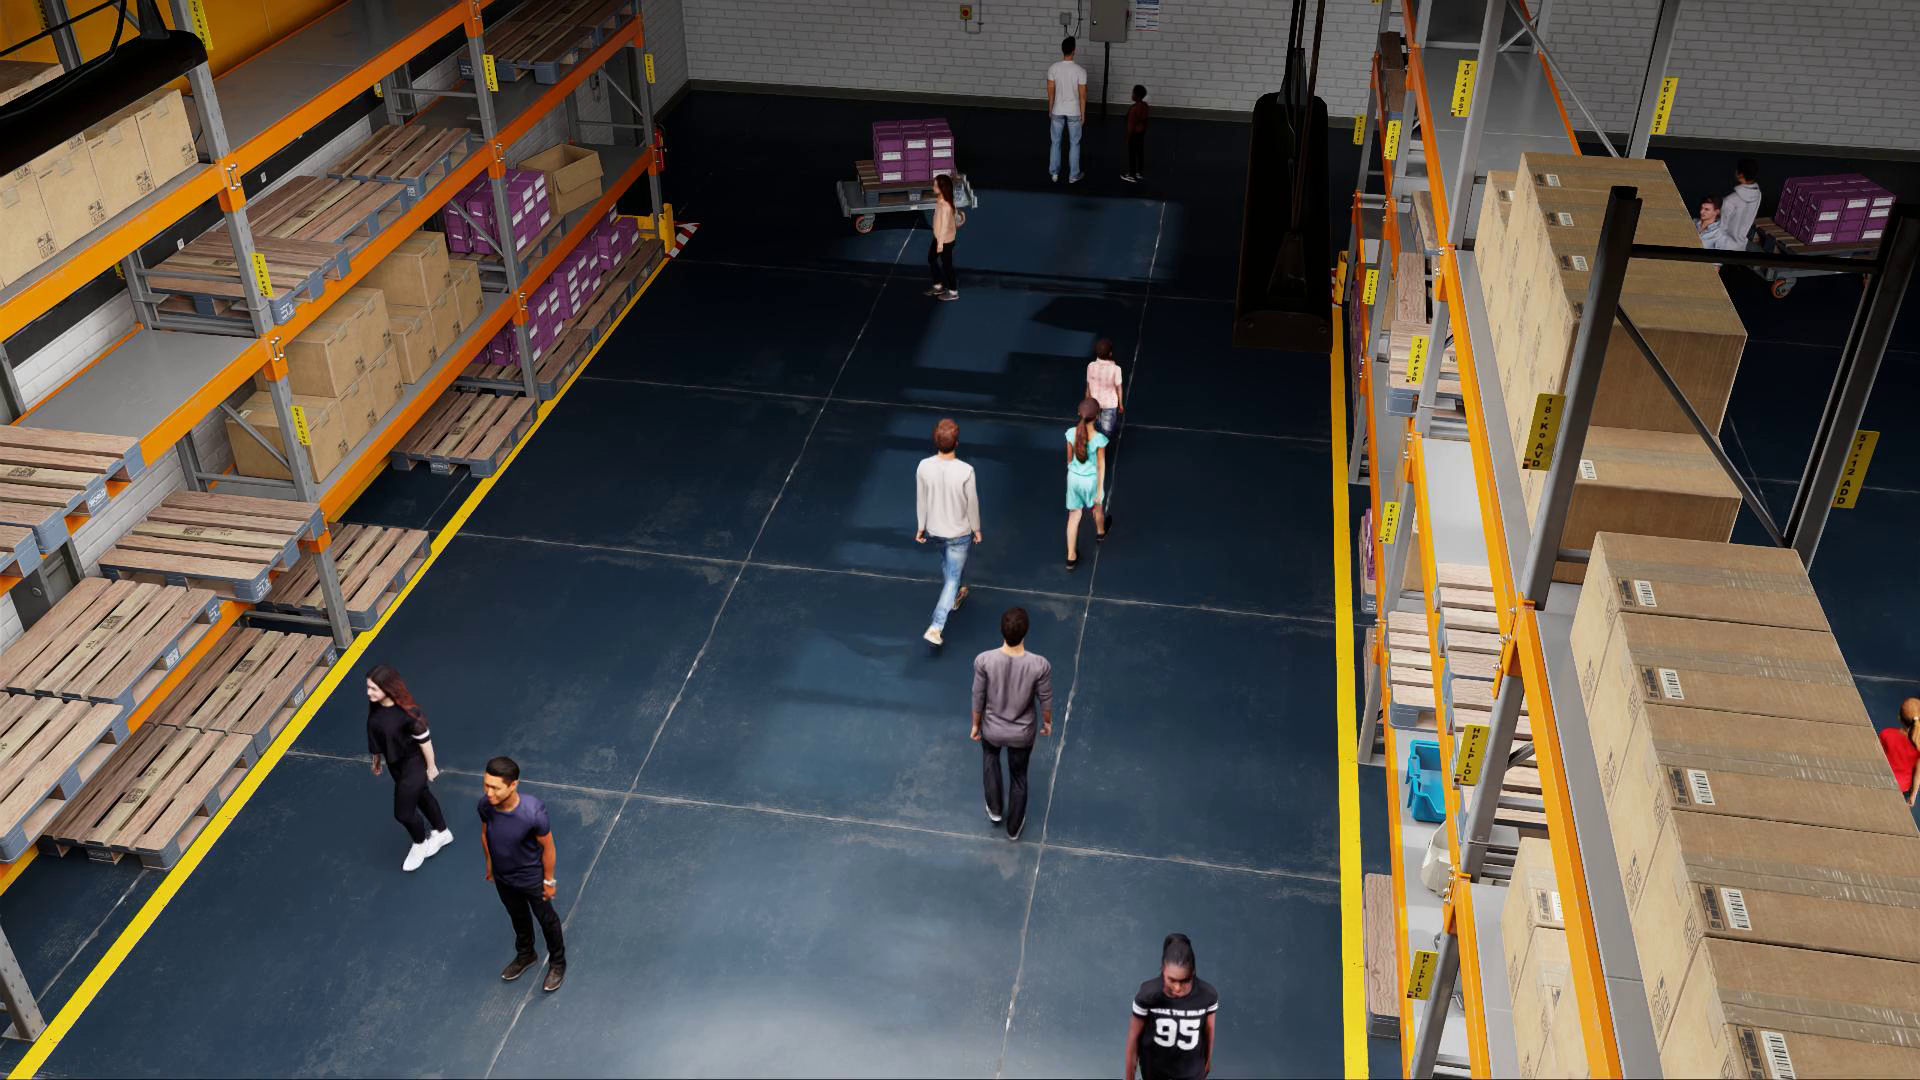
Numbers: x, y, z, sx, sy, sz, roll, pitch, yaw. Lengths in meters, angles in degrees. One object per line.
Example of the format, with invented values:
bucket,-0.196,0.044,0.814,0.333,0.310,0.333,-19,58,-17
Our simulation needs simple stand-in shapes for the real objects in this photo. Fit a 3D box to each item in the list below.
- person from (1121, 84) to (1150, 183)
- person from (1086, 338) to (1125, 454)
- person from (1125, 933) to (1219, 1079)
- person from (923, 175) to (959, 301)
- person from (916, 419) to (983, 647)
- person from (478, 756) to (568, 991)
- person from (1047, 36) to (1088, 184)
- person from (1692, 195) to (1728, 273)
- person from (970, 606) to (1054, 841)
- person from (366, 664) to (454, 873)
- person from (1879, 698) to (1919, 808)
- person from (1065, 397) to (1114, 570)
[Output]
person,2.293,-5.287,21.563,0.651,1.253,0.557,27,42,35
person,1.310,-1.243,15.443,0.689,1.293,0.943,17,37,24
person,1.134,2.769,9.032,0.689,1.708,0.938,1,34,2
person,-0.115,-3.351,18.456,0.755,1.468,0.671,-8,34,-11
person,-0.106,-0.034,13.102,0.871,1.870,1.277,14,36,20
person,-2.660,2.001,10.110,0.681,1.794,0.583,11,35,16
person,1.370,-5.526,21.370,0.703,1.864,0.595,10,35,15
person,7.538,-2.672,17.092,0.783,1.847,0.699,-18,37,-25
person,0.320,1.290,11.141,0.698,1.836,0.627,4,34,7
person,-3.633,1.443,11.104,0.724,1.622,0.774,20,39,27
person,6.176,1.663,11.079,0.713,1.283,0.929,21,39,28
person,1.022,-0.449,14.036,0.717,1.527,1.031,15,36,21
